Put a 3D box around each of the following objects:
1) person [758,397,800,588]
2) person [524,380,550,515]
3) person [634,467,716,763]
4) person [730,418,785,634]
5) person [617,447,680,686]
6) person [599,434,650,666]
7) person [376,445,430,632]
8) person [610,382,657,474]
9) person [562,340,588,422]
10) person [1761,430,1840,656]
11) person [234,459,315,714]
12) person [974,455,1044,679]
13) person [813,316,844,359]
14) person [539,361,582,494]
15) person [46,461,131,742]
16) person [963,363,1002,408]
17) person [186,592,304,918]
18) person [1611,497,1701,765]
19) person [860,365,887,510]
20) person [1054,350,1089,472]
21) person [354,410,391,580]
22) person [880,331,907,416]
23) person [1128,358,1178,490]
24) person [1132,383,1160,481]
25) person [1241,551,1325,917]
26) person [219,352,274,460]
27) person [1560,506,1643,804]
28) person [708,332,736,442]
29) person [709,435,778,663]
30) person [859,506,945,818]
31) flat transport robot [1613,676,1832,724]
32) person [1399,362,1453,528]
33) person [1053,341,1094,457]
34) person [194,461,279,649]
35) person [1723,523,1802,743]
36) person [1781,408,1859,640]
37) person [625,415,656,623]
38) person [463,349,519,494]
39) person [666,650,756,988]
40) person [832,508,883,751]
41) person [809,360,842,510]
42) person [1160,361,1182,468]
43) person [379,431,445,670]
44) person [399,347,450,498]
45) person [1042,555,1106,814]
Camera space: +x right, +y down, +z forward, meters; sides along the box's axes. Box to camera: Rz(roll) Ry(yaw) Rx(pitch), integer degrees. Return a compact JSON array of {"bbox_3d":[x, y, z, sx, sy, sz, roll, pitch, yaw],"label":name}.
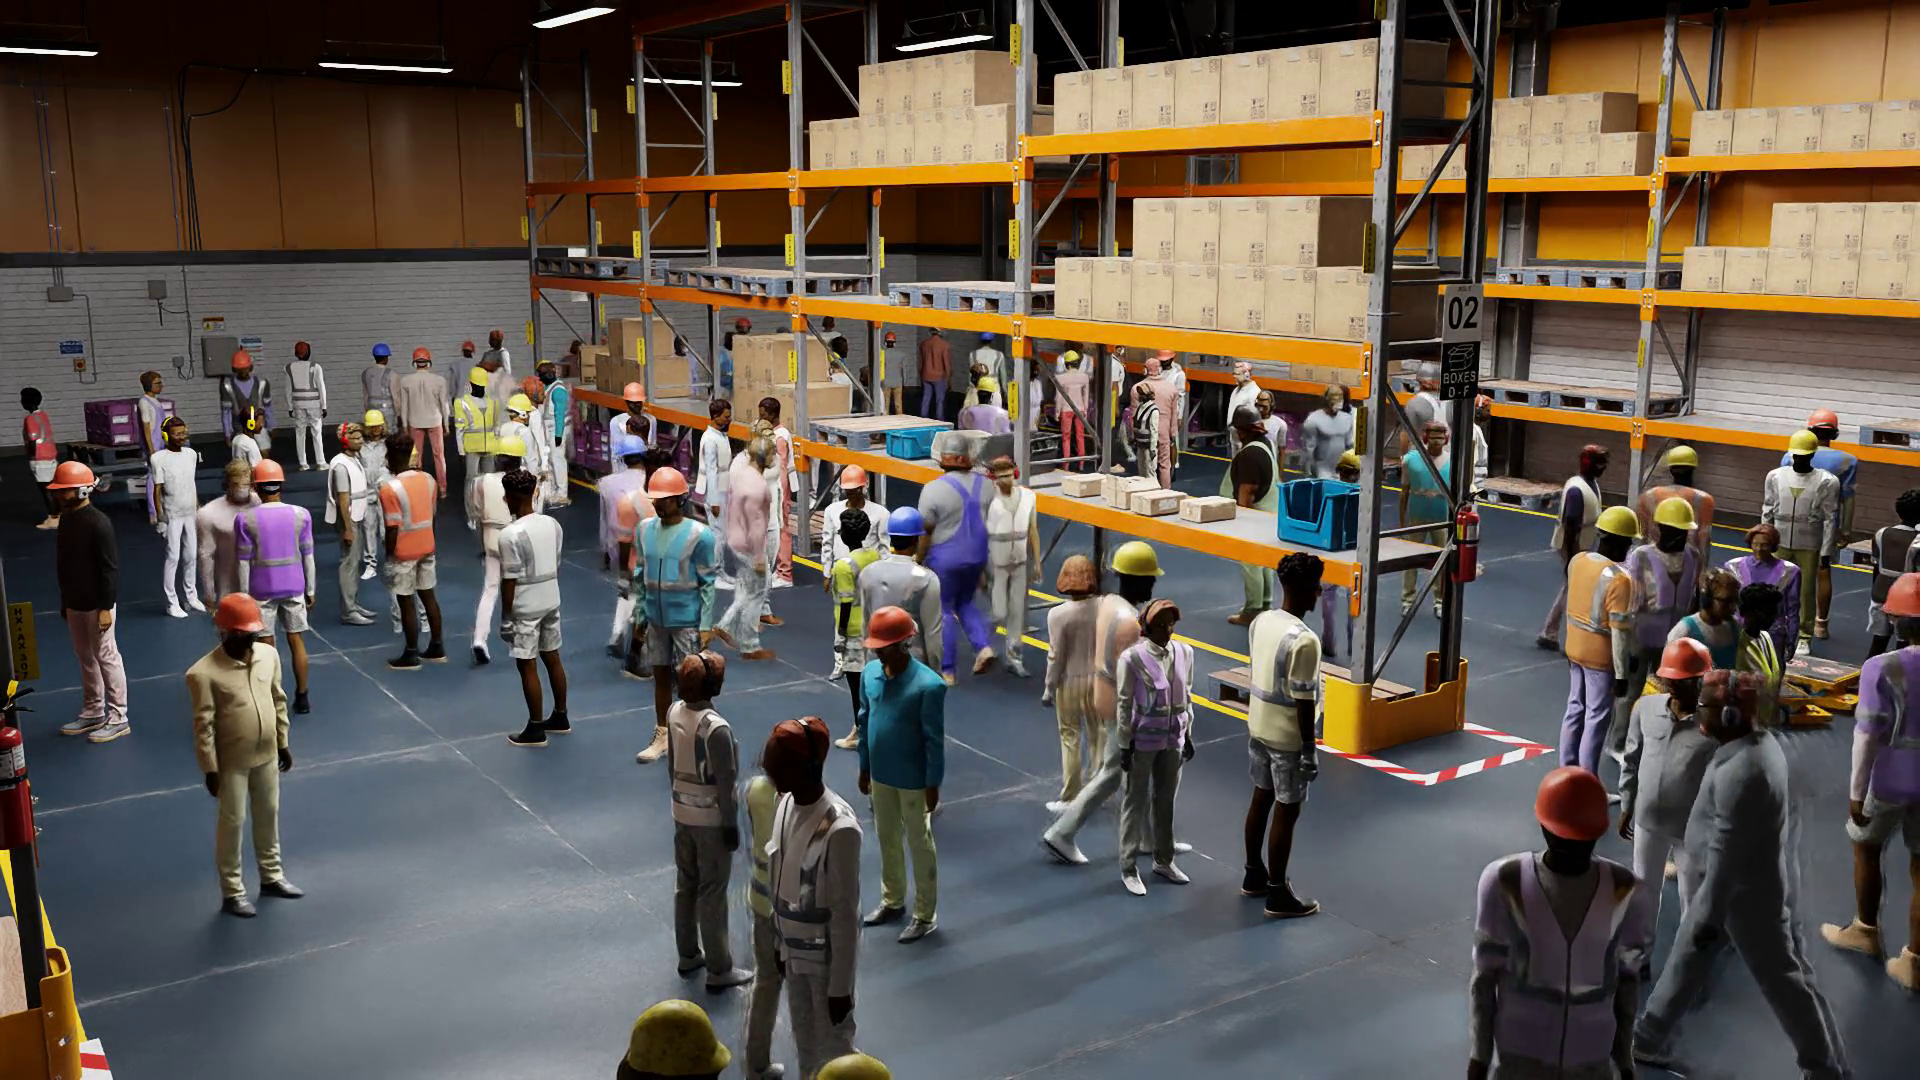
[{"bbox_3d":[-1.820,-0.480,16.657,0.401,1.909,0.599,-3,12,-16],"label":"person"},{"bbox_3d":[-4.758,-0.849,18.599,0.337,1.882,0.585,-7,13,-31],"label":"person"},{"bbox_3d":[-1.935,0.519,11.185,0.605,2.045,0.379,5,12,22],"label":"person"},{"bbox_3d":[-1.790,-0.128,14.813,0.359,1.931,0.634,7,13,31],"label":"person"},{"bbox_3d":[-2.333,0.228,13.021,1.015,1.904,0.610,7,13,31],"label":"person"},{"bbox_3d":[-2.651,0.097,13.654,0.651,1.917,0.444,4,12,18],"label":"person"},{"bbox_3d":[-4.921,-0.040,14.823,0.492,1.741,0.312,0,11,0],"label":"person"},{"bbox_3d":[-3.465,-0.727,17.839,0.548,1.936,0.378,-8,14,-36],"label":"person"},{"bbox_3d":[-6.540,-2.607,28.330,0.511,1.597,0.822,0,11,-1],"label":"person"},{"bbox_3d":[7.064,0.022,14.061,0.586,1.920,0.398,10,15,42],"label":"person"},{"bbox_3d":[-5.059,0.362,12.313,0.548,1.925,0.392,-8,13,-35],"label":"person"},{"bbox_3d":[0.345,0.205,13.362,0.598,1.820,0.464,-7,13,-32],"label":"person"},{"bbox_3d":[-2.448,-3.249,30.977,0.570,1.843,0.373,1,11,4],"label":"person"},{"bbox_3d":[-5.381,-1.509,22.228,0.630,1.792,0.528,-5,12,-25],"label":"person"},{"bbox_3d":[-6.179,0.429,11.773,0.612,1.995,0.376,7,13,32],"label":"person"},{"bbox_3d":[0.250,-1.331,21.177,0.429,1.842,0.633,-8,14,-36],"label":"person"},{"bbox_3d":[-3.786,1.127,8.851,0.353,1.743,0.566,6,12,26],"label":"person"},{"bbox_3d":[4.603,0.664,10.831,0.613,1.881,0.961,-3,11,-13],"label":"person"},{"bbox_3d":[-1.093,-1.292,20.974,0.341,1.843,0.514,-3,12,-16],"label":"person"},{"bbox_3d":[1.608,-1.853,24.044,0.527,1.767,0.318,-4,12,-21],"label":"person"},{"bbox_3d":[-5.933,-0.459,16.973,0.491,1.739,0.321,-2,11,-9],"label":"person"},{"bbox_3d":[-1.169,-2.645,28.123,0.560,1.752,0.324,-3,11,-13],"label":"person"},{"bbox_3d":[2.439,-1.355,21.156,0.642,1.900,0.399,-3,11,-13],"label":"person"},{"bbox_3d":[2.331,-1.148,20.783,0.313,1.634,0.514,-4,12,-20],"label":"person"},{"bbox_3d":[1.736,1.022,8.848,0.384,1.958,0.607,-3,12,-17],"label":"person"},{"bbox_3d":[-9.115,-1.422,21.303,0.617,1.978,0.969,-6,12,-27],"label":"person"},{"bbox_3d":[4.031,0.726,10.475,0.399,1.911,0.596,-2,11,-12],"label":"person"},{"bbox_3d":[-3.743,-2.489,27.200,0.638,1.800,0.879,-7,13,-31],"label":"person"},{"bbox_3d":[-1.749,0.081,13.760,0.520,1.916,0.679,-3,12,-16],"label":"person"},{"bbox_3d":[-0.347,0.759,10.249,0.615,1.939,0.424,9,14,37],"label":"person"},{"bbox_3d":[5.615,1.177,12.369,1.431,0.197,0.652,0,11,0],"label":"flat transport robot"},{"bbox_3d":[5.353,-1.050,19.224,0.703,2.000,0.536,-5,12,-23],"label":"person"},{"bbox_3d":[1.760,-2.210,25.396,0.640,1.946,0.421,-3,12,-17],"label":"person"},{"bbox_3d":[-5.306,0.369,12.362,0.650,1.921,0.436,-9,14,-39],"label":"person"},{"bbox_3d":[5.461,0.682,11.414,0.527,1.631,0.321,7,13,33],"label":"person"},{"bbox_3d":[7.490,-0.141,14.599,0.609,2.034,0.400,4,12,20],"label":"person"},{"bbox_3d":[-2.846,-0.192,15.187,0.392,1.911,0.582,1,11,4],"label":"person"},{"bbox_3d":[-5.994,-1.447,21.258,0.723,2.000,0.595,-5,12,-24],"label":"person"},{"bbox_3d":[-1.231,1.339,8.024,0.309,1.641,0.513,-9,15,-40],"label":"person"},{"bbox_3d":[-0.711,0.619,11.571,0.318,1.695,0.547,6,12,26],"label":"person"},{"bbox_3d":[-1.716,-1.333,21.013,0.674,1.904,0.401,-1,11,-4],"label":"person"},{"bbox_3d":[3.050,-1.976,24.417,0.310,1.864,0.534,-7,13,-33],"label":"person"},{"bbox_3d":[-4.501,0.086,13.609,0.362,1.964,0.612,4,12,22],"label":"person"},{"bbox_3d":[-7.019,-1.532,21.852,0.612,1.984,0.409,-3,11,-15],"label":"person"},{"bbox_3d":[0.730,0.898,10.301,0.498,1.634,0.279,-7,13,-33],"label":"person"}]
